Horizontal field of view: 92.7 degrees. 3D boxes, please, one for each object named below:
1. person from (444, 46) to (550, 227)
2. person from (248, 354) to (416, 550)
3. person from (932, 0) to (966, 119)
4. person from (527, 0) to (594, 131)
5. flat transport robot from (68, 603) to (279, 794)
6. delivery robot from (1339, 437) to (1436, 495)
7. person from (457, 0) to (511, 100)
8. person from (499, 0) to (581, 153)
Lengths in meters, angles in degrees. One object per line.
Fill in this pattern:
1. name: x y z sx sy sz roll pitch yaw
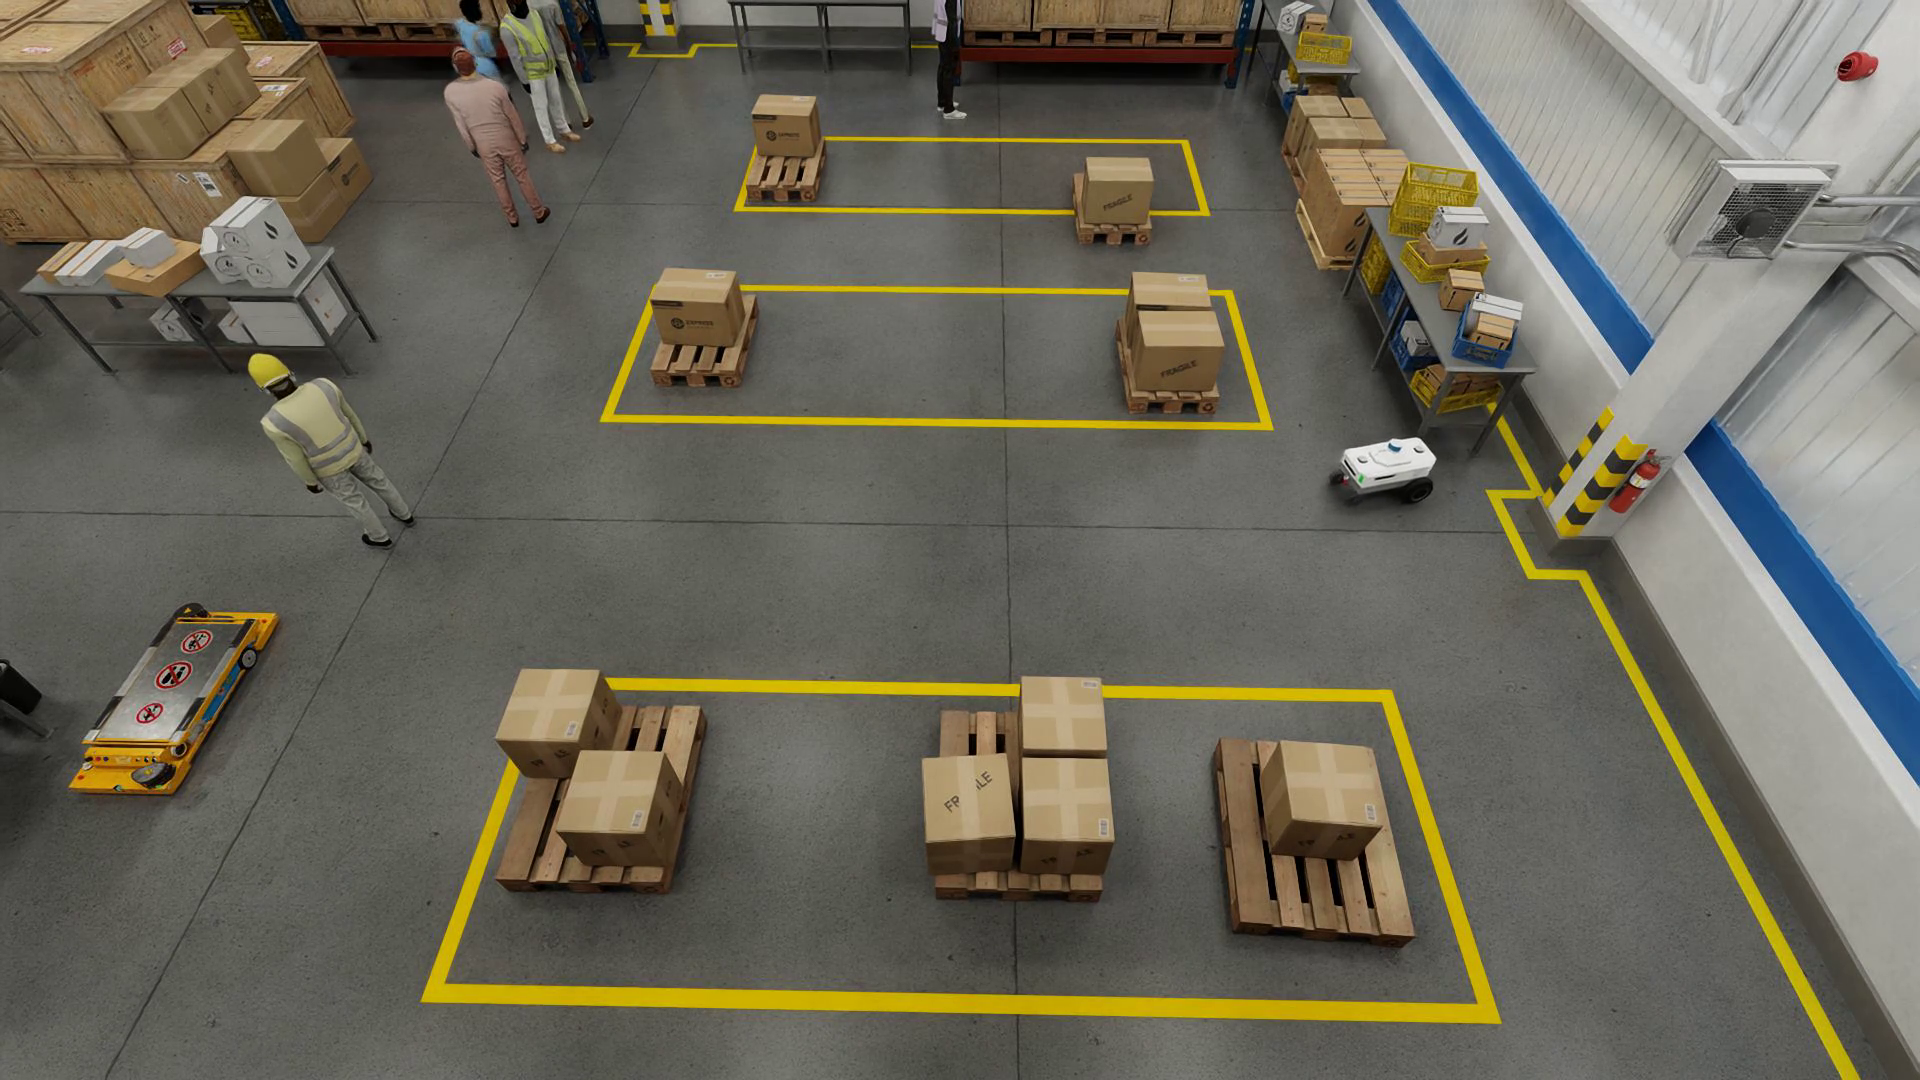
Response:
1. person: -5.039 -4.348 9.962 0.642 1.913 0.409 -11 51 -9
2. person: -4.705 -0.633 6.875 0.404 1.823 0.592 19 52 15
3. person: -0.151 -6.407 11.699 0.380 1.918 0.596 -13 51 -11
4. person: -5.092 -6.087 11.464 0.521 1.865 0.327 -12 51 -10
5. flat transport robot: -5.504 1.072 6.442 0.652 0.197 1.431 1 50 1
6. delivery robot: 3.555 -0.638 7.645 0.707 0.478 0.477 -10 51 -8
7. person: -5.850 -5.795 11.345 0.649 1.663 0.401 27 55 21
8. person: -5.130 -5.714 11.170 0.430 1.834 0.643 18 52 15
